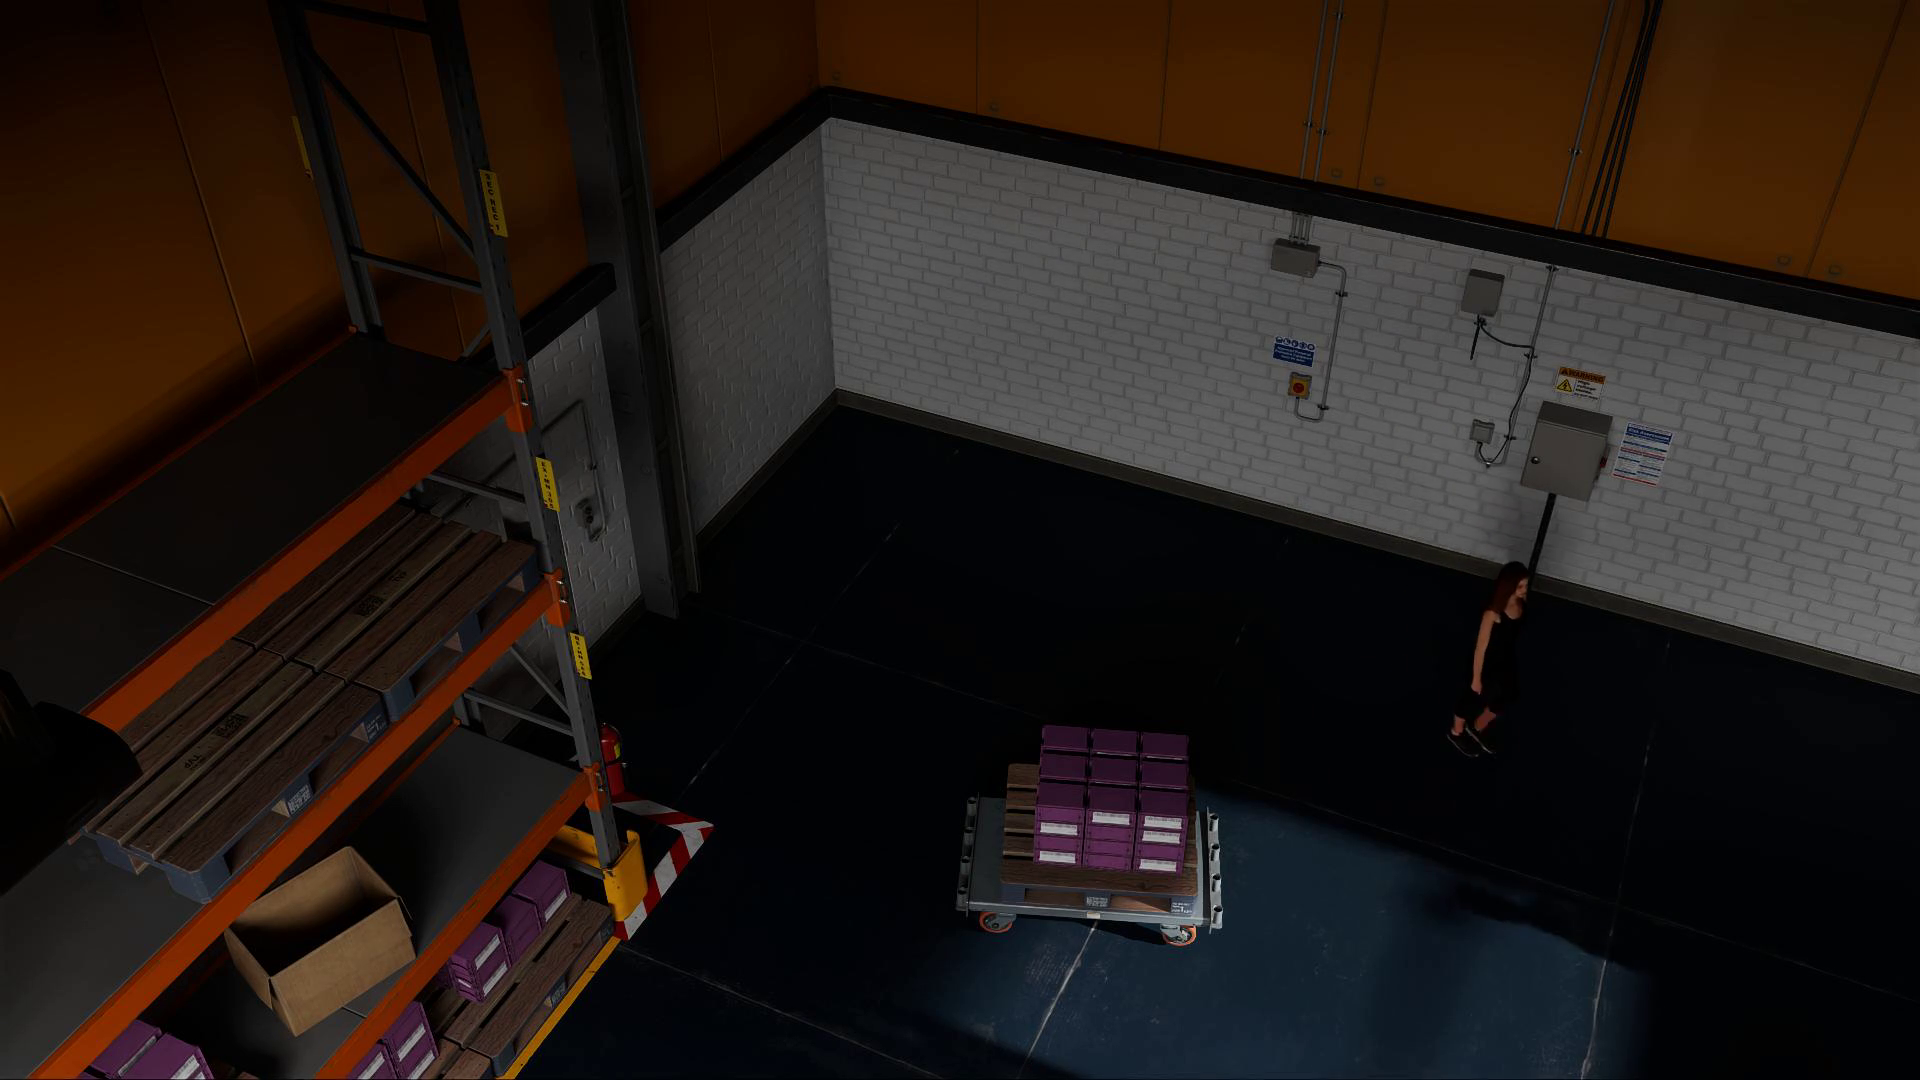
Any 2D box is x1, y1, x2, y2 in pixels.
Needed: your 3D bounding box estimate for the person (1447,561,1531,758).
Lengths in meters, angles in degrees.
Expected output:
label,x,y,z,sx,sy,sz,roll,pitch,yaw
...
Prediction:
label,x,y,z,sx,sy,sz,roll,pitch,yaw
person,3.564,0.771,11.353,0.709,1.714,0.794,-22,44,-25
